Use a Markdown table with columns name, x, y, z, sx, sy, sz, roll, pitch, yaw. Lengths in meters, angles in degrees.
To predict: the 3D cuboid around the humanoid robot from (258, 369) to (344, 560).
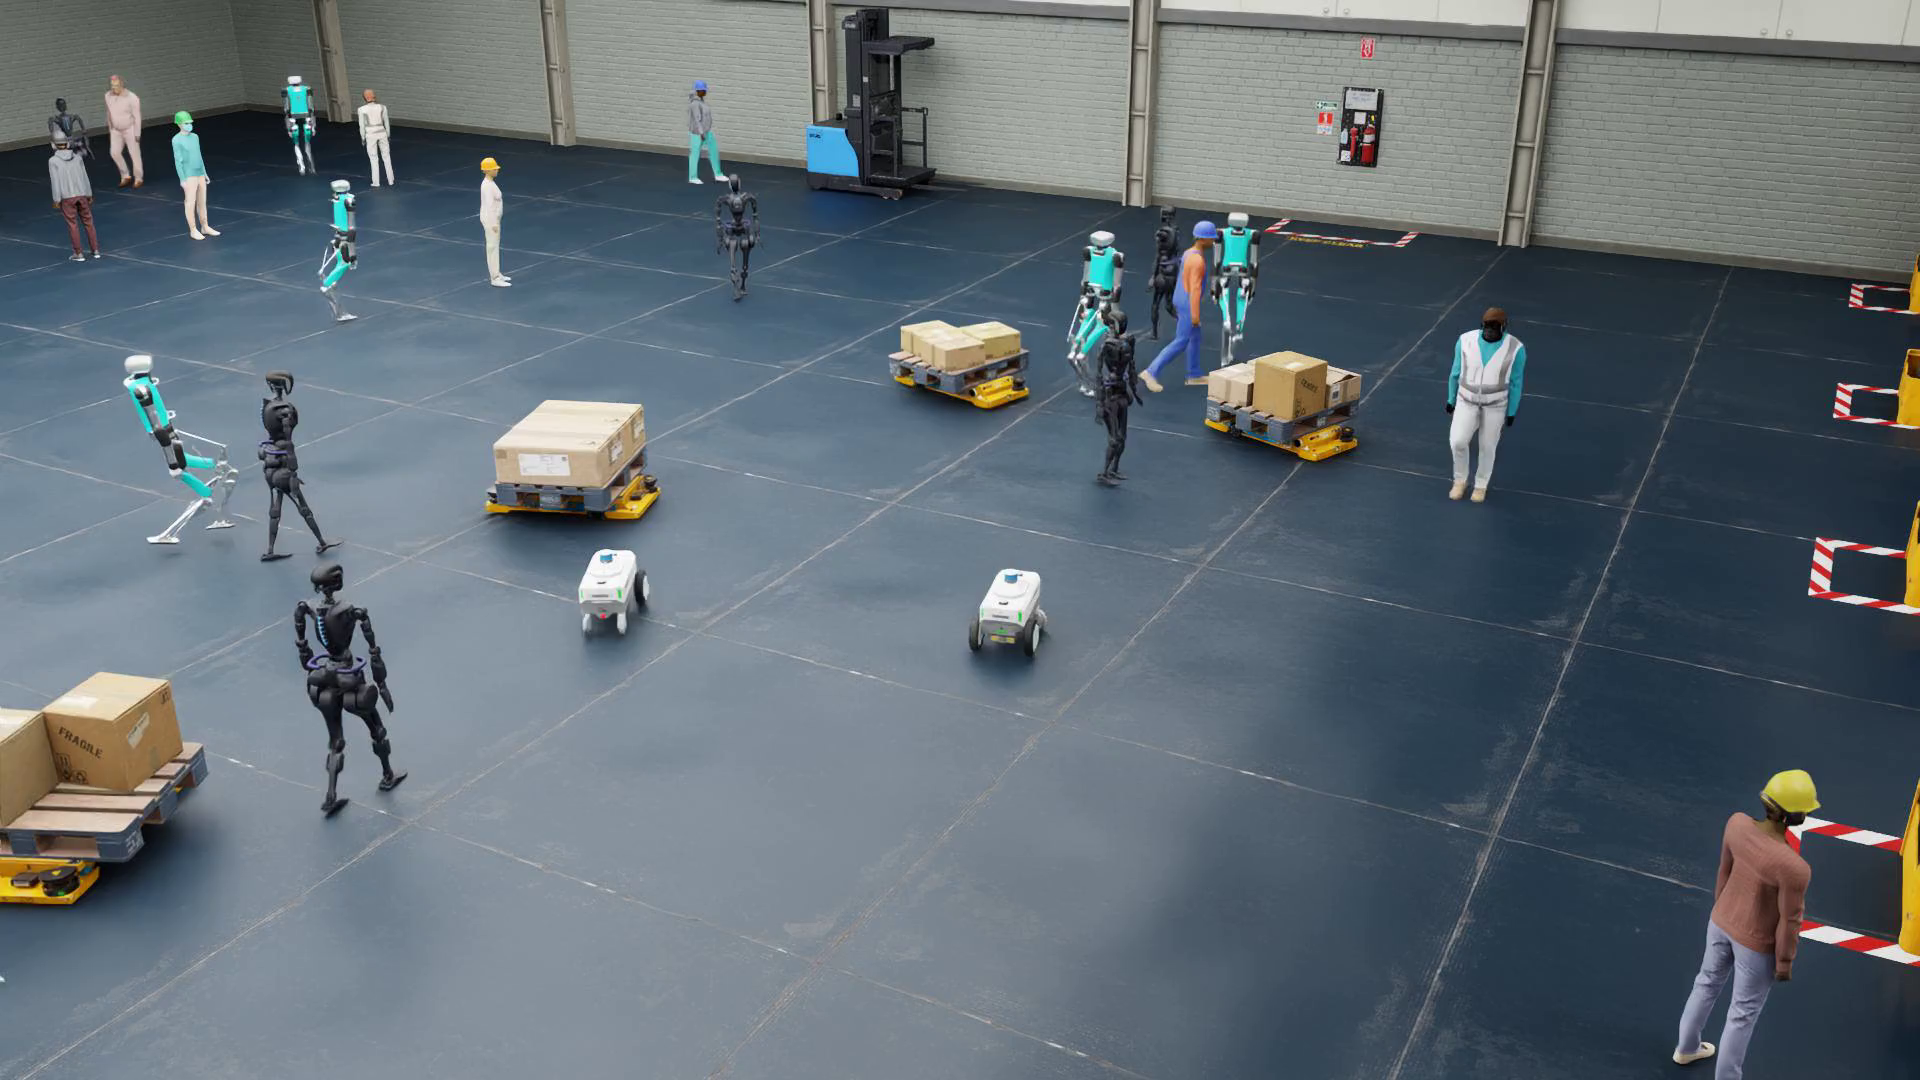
| name | x | y | z | sx | sy | sz | roll | pitch | yaw |
| --- | --- | --- | --- | --- | --- | --- | --- | --- | --- |
| humanoid robot | -5.630 | -0.645 | 13.907 | 0.659 | 1.635 | 0.601 | -16 | 28 | -33 |

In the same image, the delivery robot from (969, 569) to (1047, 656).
| name | x | y | z | sx | sy | sz | roll | pitch | yaw |
| --- | --- | --- | --- | --- | --- | --- | --- | --- | --- |
| delivery robot | 0.384 | 0.535 | 12.578 | 0.520 | 0.613 | 0.784 | 6 | 24 | 13 |

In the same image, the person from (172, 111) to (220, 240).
| name | x | y | z | sx | sy | sz | roll | pitch | yaw |
| --- | --- | --- | --- | --- | --- | --- | --- | --- | --- |
| person | -11.436 | -5.439 | 24.790 | 0.344 | 1.874 | 0.525 | 8 | 24 | 17 |

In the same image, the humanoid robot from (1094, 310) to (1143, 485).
| name | x | y | z | sx | sy | sz | roll | pitch | yaw |
| --- | --- | --- | --- | --- | --- | --- | --- | --- | --- |
| humanoid robot | 1.493 | -1.340 | 15.497 | 0.393 | 1.653 | 0.610 | 20 | 31 | 39 |

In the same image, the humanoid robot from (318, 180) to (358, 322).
| name | x | y | z | sx | sy | sz | roll | pitch | yaw |
| --- | --- | --- | --- | --- | --- | --- | --- | --- | --- |
| humanoid robot | -7.714 | -3.436 | 20.450 | 0.709 | 1.899 | 0.541 | -18 | 29 | -35 |

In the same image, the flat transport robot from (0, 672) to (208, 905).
| name | x | y | z | sx | sy | sz | roll | pitch | yaw |
| --- | --- | --- | --- | --- | --- | --- | --- | --- | --- |
| flat transport robot | -5.360 | 1.730 | 10.135 | 0.659 | 0.231 | 1.431 | 1 | 23 | 3 |

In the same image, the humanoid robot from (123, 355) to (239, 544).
| name | x | y | z | sx | sy | sz | roll | pitch | yaw |
| --- | --- | --- | --- | --- | --- | --- | --- | --- | --- |
| humanoid robot | -6.485 | -0.758 | 14.043 | 0.964 | 1.722 | 0.545 | -12 | 26 | -27 |

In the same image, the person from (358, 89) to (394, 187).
| name | x | y | z | sx | sy | sz | roll | pitch | yaw |
| --- | --- | --- | --- | --- | --- | --- | --- | --- | --- |
| person | -9.964 | -6.855 | 28.382 | 0.511 | 1.639 | 0.307 | -15 | 28 | -31 |

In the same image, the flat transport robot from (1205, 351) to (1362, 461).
| name | x | y | z | sx | sy | sz | roll | pitch | yaw |
| --- | --- | --- | --- | --- | --- | --- | --- | --- | --- |
| flat transport robot | 3.270 | -1.141 | 16.818 | 0.659 | 0.231 | 1.431 | -19 | 30 | -37 |

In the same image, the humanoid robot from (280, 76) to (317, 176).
| name | x | y | z | sx | sy | sz | roll | pitch | yaw |
| --- | --- | --- | --- | --- | --- | --- | --- | --- | --- |
| humanoid robot | -11.633 | -7.261 | 29.264 | 0.540 | 1.822 | 0.849 | -13 | 26 | -28 |

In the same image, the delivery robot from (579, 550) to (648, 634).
| name | x | y | z | sx | sy | sz | roll | pitch | yaw |
| --- | --- | --- | --- | --- | --- | --- | --- | --- | --- |
| delivery robot | -2.733 | 0.366 | 12.972 | 0.499 | 0.614 | 0.815 | -1 | 23 | -1 |

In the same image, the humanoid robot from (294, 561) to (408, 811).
| name | x | y | z | sx | sy | sz | roll | pitch | yaw |
| --- | --- | --- | --- | --- | --- | --- | --- | --- | --- |
| humanoid robot | -3.851 | 0.881 | 10.369 | 0.600 | 1.650 | 0.642 | 5 | 24 | 11 |

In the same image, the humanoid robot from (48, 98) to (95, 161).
| name | x | y | z | sx | sy | sz | roll | pitch | yaw |
| --- | --- | --- | --- | --- | --- | --- | --- | --- | --- |
| humanoid robot | -14.681 | -6.468 | 27.506 | 0.614 | 1.621 | 0.680 | -18 | 29 | -36 |

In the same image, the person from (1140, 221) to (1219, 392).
| name | x | y | z | sx | sy | sz | roll | pitch | yaw |
| --- | --- | --- | --- | --- | --- | --- | --- | --- | --- |
| person | 2.390 | -2.537 | 18.056 | 0.828 | 1.872 | 0.569 | -2 | 23 | -4 |

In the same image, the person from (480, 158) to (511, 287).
| name | x | y | z | sx | sy | sz | roll | pitch | yaw |
| --- | --- | --- | --- | --- | --- | --- | --- | --- | --- |
| person | -6.248 | -4.259 | 22.267 | 0.325 | 1.697 | 0.474 | -4 | 24 | -10 |

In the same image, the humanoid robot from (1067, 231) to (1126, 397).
| name | x | y | z | sx | sy | sz | roll | pitch | yaw |
| --- | --- | --- | --- | --- | --- | --- | --- | --- | --- |
| humanoid robot | 1.369 | -2.380 | 17.836 | 0.531 | 1.786 | 0.727 | 21 | 31 | 40 |

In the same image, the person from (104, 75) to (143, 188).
| name | x | y | z | sx | sy | sz | roll | pitch | yaw |
| --- | --- | --- | --- | --- | --- | --- | --- | --- | --- |
| person | -14.179 | -6.906 | 28.182 | 0.666 | 1.889 | 0.527 | 3 | 23 | 7 |

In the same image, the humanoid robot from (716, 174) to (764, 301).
| name | x | y | z | sx | sy | sz | roll | pitch | yaw |
| --- | --- | --- | --- | --- | --- | --- | --- | --- | --- |
| humanoid robot | -2.854 | -3.932 | 21.576 | 0.612 | 1.627 | 0.743 | -7 | 24 | -16 |

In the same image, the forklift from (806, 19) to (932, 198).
| name | x | y | z | sx | sy | sz | roll | pitch | yaw |
| --- | --- | --- | --- | --- | --- | --- | --- | --- | --- |
| forklift | -1.573 | -7.292 | 27.850 | 1.873 | 2.768 | 1.129 | 12 | 26 | 25 |

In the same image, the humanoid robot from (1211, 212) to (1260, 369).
| name | x | y | z | sx | sy | sz | roll | pitch | yaw |
| --- | --- | --- | --- | --- | --- | --- | --- | --- | --- |
| humanoid robot | 3.094 | -2.738 | 18.718 | 0.532 | 1.773 | 0.996 | 2 | 23 | 5 |

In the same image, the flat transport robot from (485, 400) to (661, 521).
| name | x | y | z | sx | sy | sz | roll | pitch | yaw |
| --- | --- | --- | --- | --- | --- | --- | --- | --- | --- |
| flat transport robot | -3.513 | -0.423 | 15.147 | 1.431 | 0.231 | 0.659 | 3 | 23 | 7 |

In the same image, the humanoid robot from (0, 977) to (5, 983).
| name | x | y | z | sx | sy | sz | roll | pitch | yaw |
| --- | --- | --- | --- | --- | --- | --- | --- | --- | --- |
| humanoid robot | -5.578 | 1.562 | 8.695 | 0.991 | 1.756 | 0.553 | 9 | 25 | 20 |

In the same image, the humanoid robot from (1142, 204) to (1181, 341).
| name | x | y | z | sx | sy | sz | roll | pitch | yaw |
| --- | --- | --- | --- | --- | --- | --- | --- | --- | --- |
| humanoid robot | 2.496 | -3.150 | 19.737 | 0.588 | 1.641 | 0.615 | 15 | 28 | 31 |

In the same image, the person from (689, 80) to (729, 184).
| name | x | y | z | sx | sy | sz | roll | pitch | yaw |
| --- | --- | --- | --- | --- | --- | --- | --- | --- | --- |
| person | -4.343 | -6.970 | 28.521 | 0.803 | 1.748 | 0.535 | 8 | 25 | 18 |

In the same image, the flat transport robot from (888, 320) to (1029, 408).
| name | x | y | z | sx | sy | sz | roll | pitch | yaw |
| --- | --- | --- | --- | --- | --- | --- | --- | --- | --- |
| flat transport robot | 0.003 | -1.746 | 18.227 | 1.431 | 0.231 | 0.659 | 21 | 31 | 40 |

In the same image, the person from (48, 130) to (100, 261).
| name | x | y | z | sx | sy | sz | roll | pitch | yaw |
| --- | --- | --- | --- | --- | --- | --- | --- | --- | --- |
| person | -12.583 | -4.879 | 23.564 | 0.373 | 1.810 | 0.555 | 17 | 28 | 34 |

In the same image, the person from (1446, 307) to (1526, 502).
| name | x | y | z | sx | sy | sz | roll | pitch | yaw |
| --- | --- | --- | --- | --- | --- | --- | --- | --- | --- |
| person | 4.701 | -1.202 | 14.990 | 0.660 | 1.823 | 0.517 | 11 | 26 | 24 |

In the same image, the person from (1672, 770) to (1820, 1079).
| name | x | y | z | sx | sy | sz | roll | pitch | yaw |
| --- | --- | --- | --- | --- | --- | --- | --- | --- | --- |
| person | 3.784 | 1.870 | 7.929 | 0.344 | 1.759 | 0.518 | -7 | 24 | -16 |
